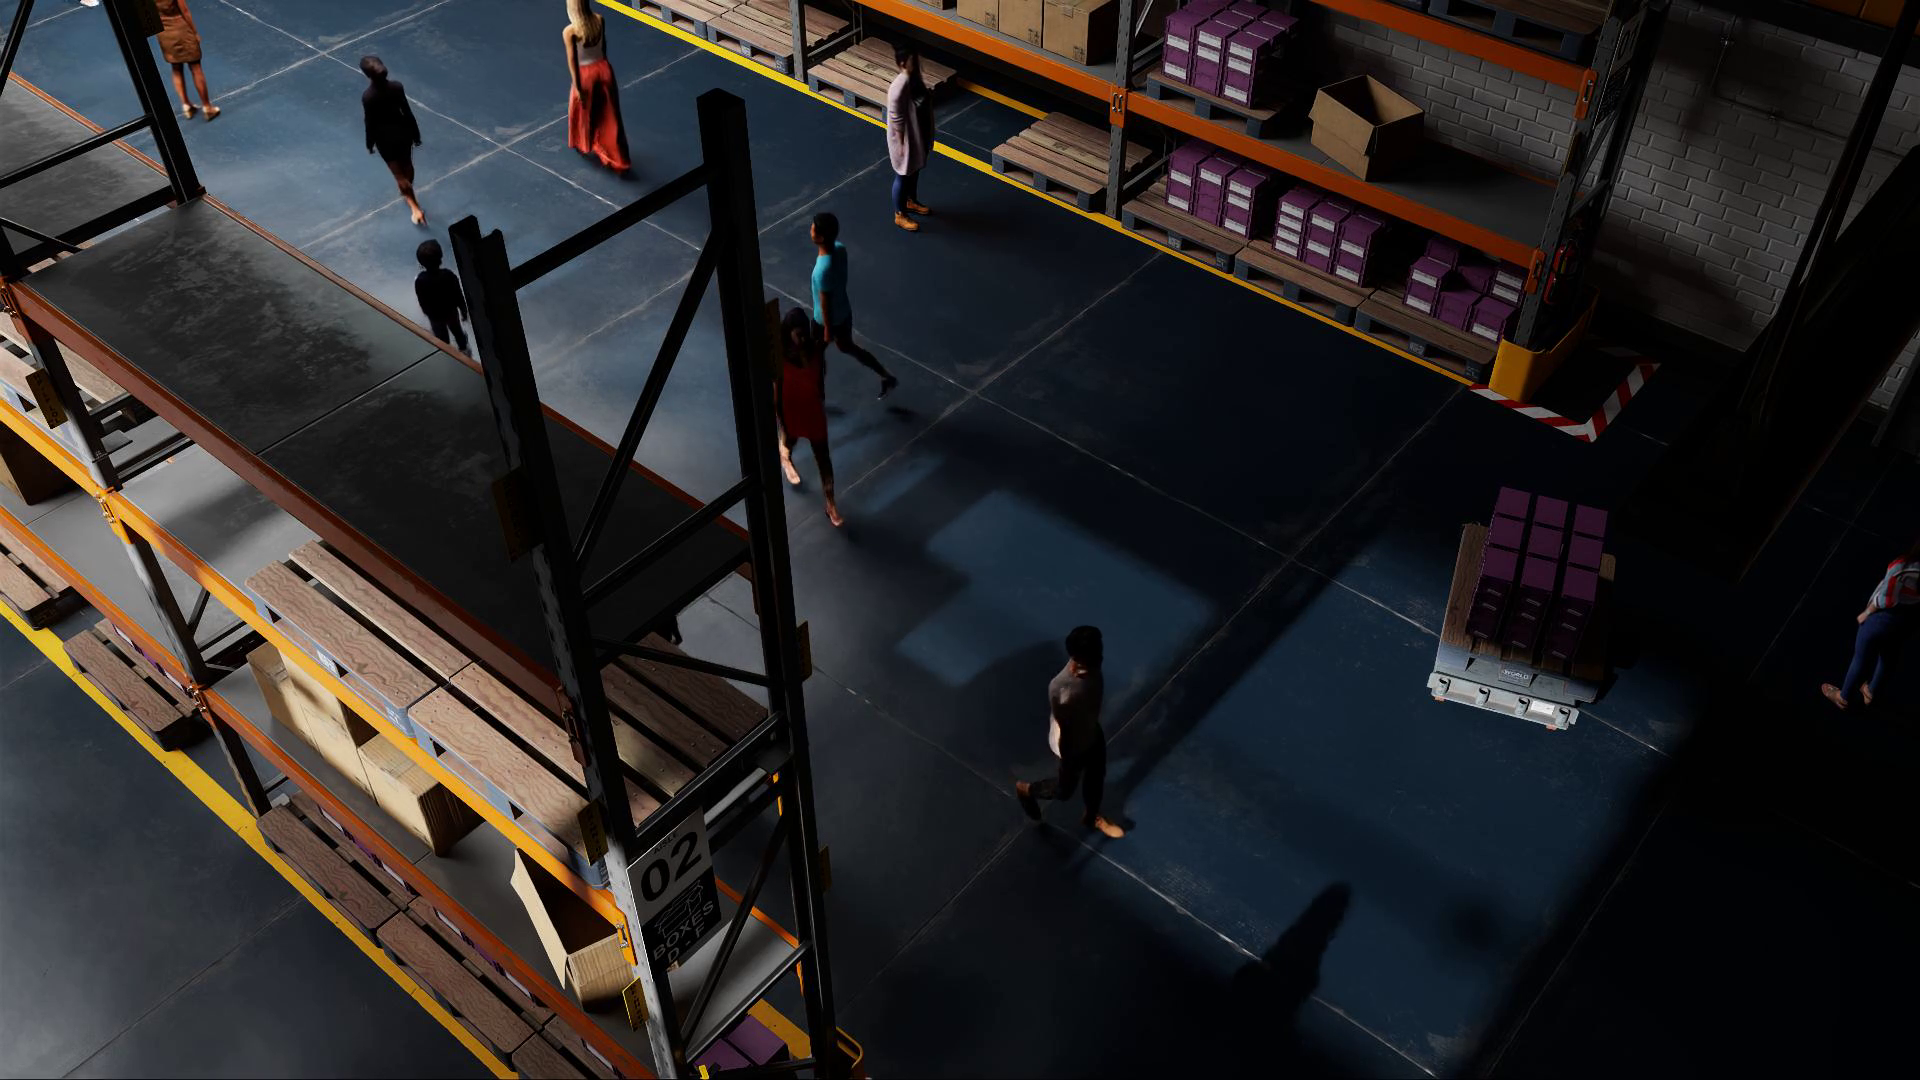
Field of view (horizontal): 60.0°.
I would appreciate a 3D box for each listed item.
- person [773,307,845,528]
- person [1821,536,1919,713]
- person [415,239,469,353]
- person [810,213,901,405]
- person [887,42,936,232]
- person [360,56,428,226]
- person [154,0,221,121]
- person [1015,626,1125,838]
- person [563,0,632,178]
[{"bbox_3d":[-1.208,-0.966,12.063,0.899,1.677,1.175,-19,47,-19],"label":"person"},{"bbox_3d":[5.963,0.477,10.594,0.664,1.614,0.702,-8,44,-8],"label":"person"},{"bbox_3d":[-4.139,-1.805,13.293,0.779,1.195,0.883,-11,45,-11],"label":"person"},{"bbox_3d":[-0.891,-1.719,12.802,1.196,1.748,0.967,9,44,9],"label":"person"},{"bbox_3d":[-0.460,-3.610,14.794,0.740,1.738,0.763,15,46,15],"label":"person"},{"bbox_3d":[-4.983,-3.505,14.768,0.641,1.622,0.860,-33,53,-30],"label":"person"},{"bbox_3d":[-7.632,-4.911,16.200,0.611,1.683,0.702,4,44,4],"label":"person"},{"bbox_3d":[0.631,1.145,9.828,0.931,1.702,0.637,26,49,25],"label":"person"},{"bbox_3d":[-3.324,-4.194,15.386,0.771,1.768,1.165,-28,50,-27],"label":"person"}]
